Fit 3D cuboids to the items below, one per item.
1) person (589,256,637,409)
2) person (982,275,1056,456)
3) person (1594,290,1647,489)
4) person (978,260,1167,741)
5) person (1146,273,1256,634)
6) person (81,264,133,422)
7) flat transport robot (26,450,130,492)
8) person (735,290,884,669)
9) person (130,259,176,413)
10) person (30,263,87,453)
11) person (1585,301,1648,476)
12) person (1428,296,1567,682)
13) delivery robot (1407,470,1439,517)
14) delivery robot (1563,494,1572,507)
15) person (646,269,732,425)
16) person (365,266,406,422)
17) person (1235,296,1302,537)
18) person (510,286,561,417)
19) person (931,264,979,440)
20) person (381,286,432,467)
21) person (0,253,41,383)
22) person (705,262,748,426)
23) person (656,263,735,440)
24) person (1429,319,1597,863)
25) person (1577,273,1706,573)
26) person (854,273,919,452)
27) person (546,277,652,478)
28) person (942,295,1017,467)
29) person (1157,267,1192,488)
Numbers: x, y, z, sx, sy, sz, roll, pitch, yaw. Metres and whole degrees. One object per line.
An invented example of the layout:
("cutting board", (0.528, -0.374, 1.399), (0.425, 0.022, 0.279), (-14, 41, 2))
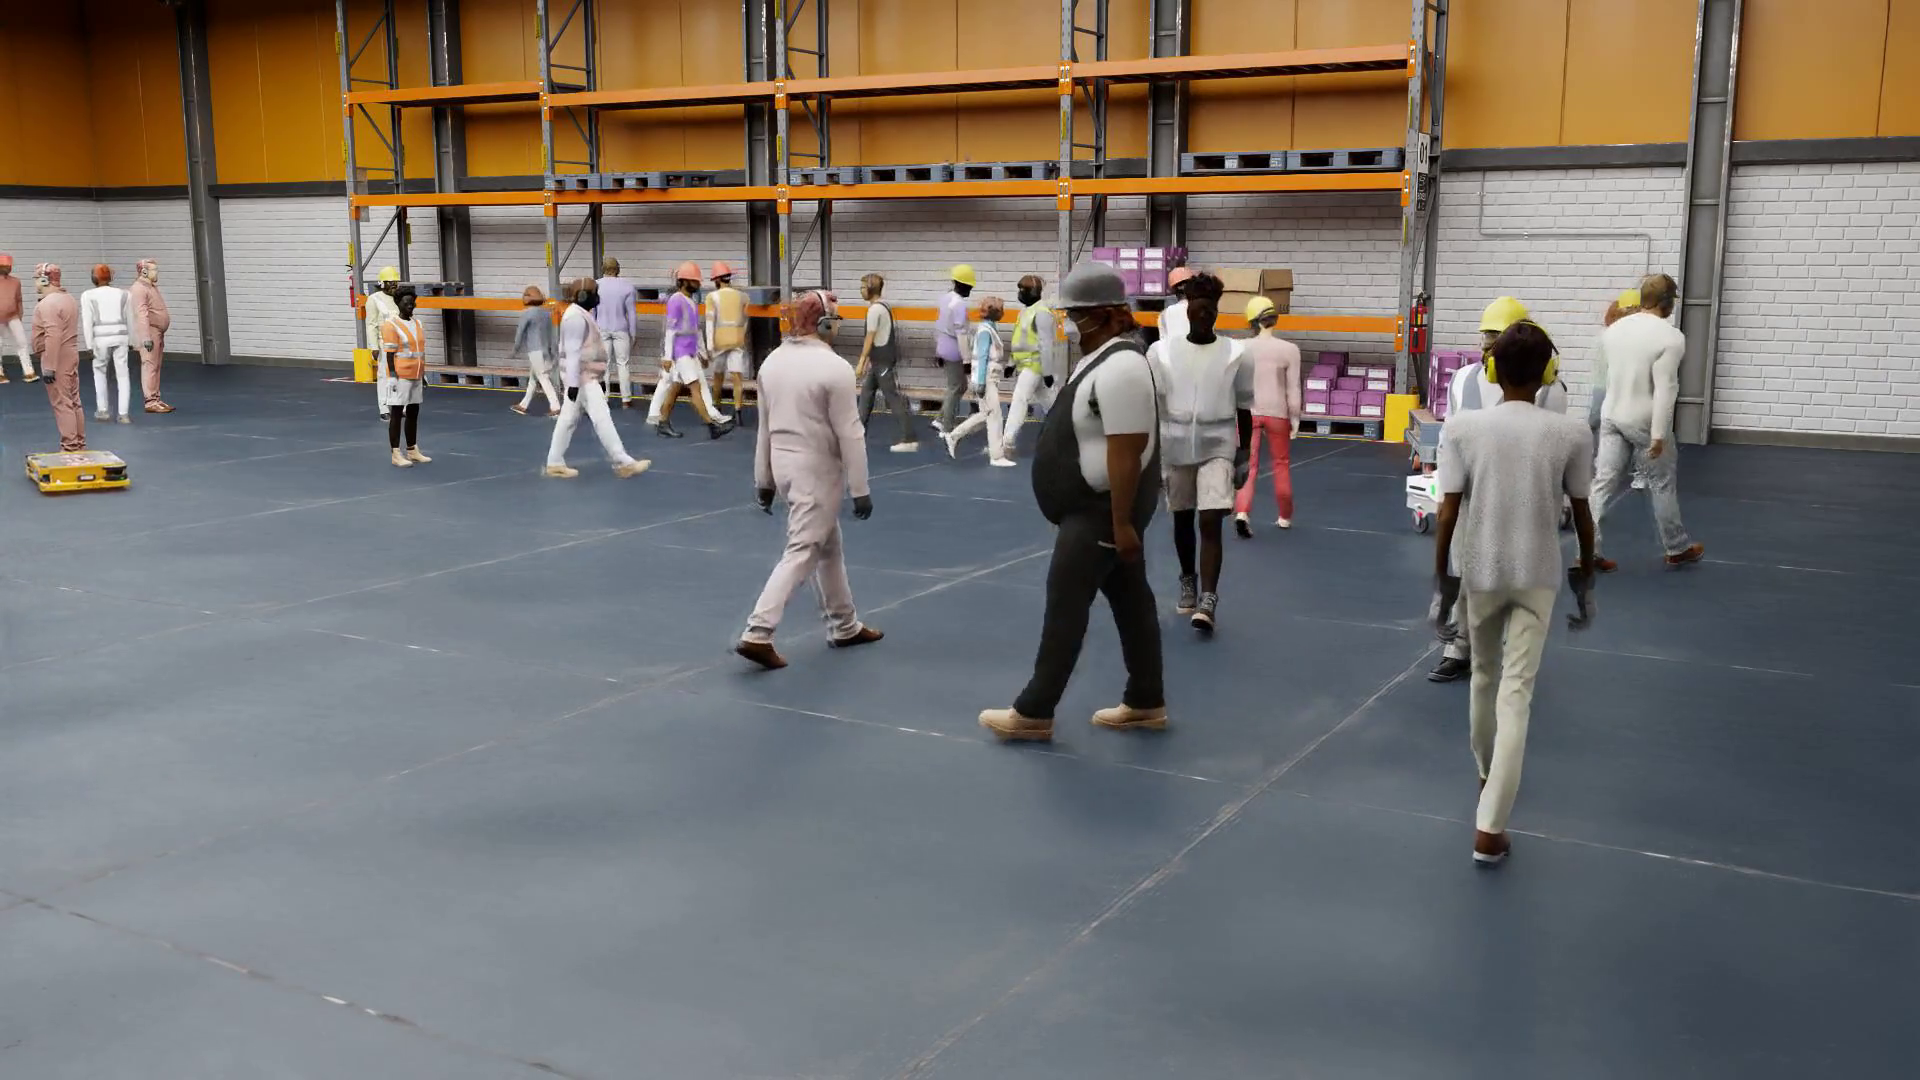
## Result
("person", (-4.422, -2.627, 21.163), (0.634, 1.936, 0.351), (0, 10, -2))
("person", (0.743, -1.711, 16.424), (0.992, 1.796, 0.628), (-1, 10, -8))
("person", (5.812, -1.313, 14.403), (0.518, 1.678, 0.925), (1, 10, 3))
("person", (0.479, -0.174, 6.982), (0.910, 2.000, 0.699), (1, 10, 4))
("person", (1.278, -0.477, 9.036), (0.607, 1.914, 1.008), (3, 10, 15))
("person", (-10.097, -2.331, 19.708), (0.592, 1.849, 0.841), (-9, 13, -41))
("flat transport robot", (-7.691, -0.612, 14.468), (0.652, 0.197, 1.431), (-7, 12, -33))
("person", (-0.762, -0.308, 8.266), (0.981, 1.862, 0.658), (-9, 13, -41))
("person", (-10.080, -2.545, 20.774), (0.410, 1.913, 0.643), (-3, 10, -15))
("person", (-8.661, -1.688, 15.936), (0.403, 1.906, 0.651), (-2, 10, -11))
("person", (5.899, -1.374, 15.071), (0.517, 1.586, 0.845), (-9, 13, -41))
("person", (2.494, -0.213, 7.776), (0.591, 1.837, 0.403), (8, 13, 40))
("delivery robot", (3.578, -0.364, 11.996), (0.707, 0.478, 0.477), (-4, 11, -23))
("delivery robot", (4.247, -0.419, 12.305), (0.707, 0.478, 0.477), (5, 11, 26))
("person", (-3.178, -2.204, 19.085), (1.022, 1.828, 0.603), (2, 10, 9))
("person", (-6.723, -2.320, 19.718), (0.404, 1.831, 0.600), (6, 12, 31))
("person", (2.181, -0.891, 11.944), (0.523, 1.723, 0.818), (2, 10, 12))
("person", (-5.181, -2.281, 20.201), (0.842, 1.585, 0.503), (4, 11, 22))
("person", (-0.036, -1.982, 17.656), (0.417, 1.879, 0.666), (-3, 11, -18))
("person", (-5.222, -1.543, 15.696), (0.322, 1.699, 0.535), (4, 11, 21))
("person", (-14.362, -3.331, 25.106), (0.915, 1.957, 0.642), (6, 12, 31))
("person", (-2.723, -2.276, 19.366), (0.544, 1.880, 0.914), (-4, 11, -23))
("person", (-2.871, -2.006, 17.813), (0.998, 1.878, 0.552), (2, 10, 12))
("person", (1.943, 0.144, 5.817), (0.525, 1.811, 1.003), (5, 11, 25))
("person", (4.357, -0.726, 10.534), (0.993, 1.891, 0.648), (-5, 11, -28))
("person", (-0.838, -1.772, 16.748), (0.935, 1.798, 0.519), (1, 10, 4))
("person", (-3.290, -1.436, 14.832), (0.947, 1.789, 0.652), (-2, 10, -10))
("person", (0.186, -1.494, 15.652), (0.653, 1.611, 0.524), (1, 10, 4))
("person", (1.969, -1.357, 14.130), (0.383, 1.891, 0.673), (-9, 14, -43))
